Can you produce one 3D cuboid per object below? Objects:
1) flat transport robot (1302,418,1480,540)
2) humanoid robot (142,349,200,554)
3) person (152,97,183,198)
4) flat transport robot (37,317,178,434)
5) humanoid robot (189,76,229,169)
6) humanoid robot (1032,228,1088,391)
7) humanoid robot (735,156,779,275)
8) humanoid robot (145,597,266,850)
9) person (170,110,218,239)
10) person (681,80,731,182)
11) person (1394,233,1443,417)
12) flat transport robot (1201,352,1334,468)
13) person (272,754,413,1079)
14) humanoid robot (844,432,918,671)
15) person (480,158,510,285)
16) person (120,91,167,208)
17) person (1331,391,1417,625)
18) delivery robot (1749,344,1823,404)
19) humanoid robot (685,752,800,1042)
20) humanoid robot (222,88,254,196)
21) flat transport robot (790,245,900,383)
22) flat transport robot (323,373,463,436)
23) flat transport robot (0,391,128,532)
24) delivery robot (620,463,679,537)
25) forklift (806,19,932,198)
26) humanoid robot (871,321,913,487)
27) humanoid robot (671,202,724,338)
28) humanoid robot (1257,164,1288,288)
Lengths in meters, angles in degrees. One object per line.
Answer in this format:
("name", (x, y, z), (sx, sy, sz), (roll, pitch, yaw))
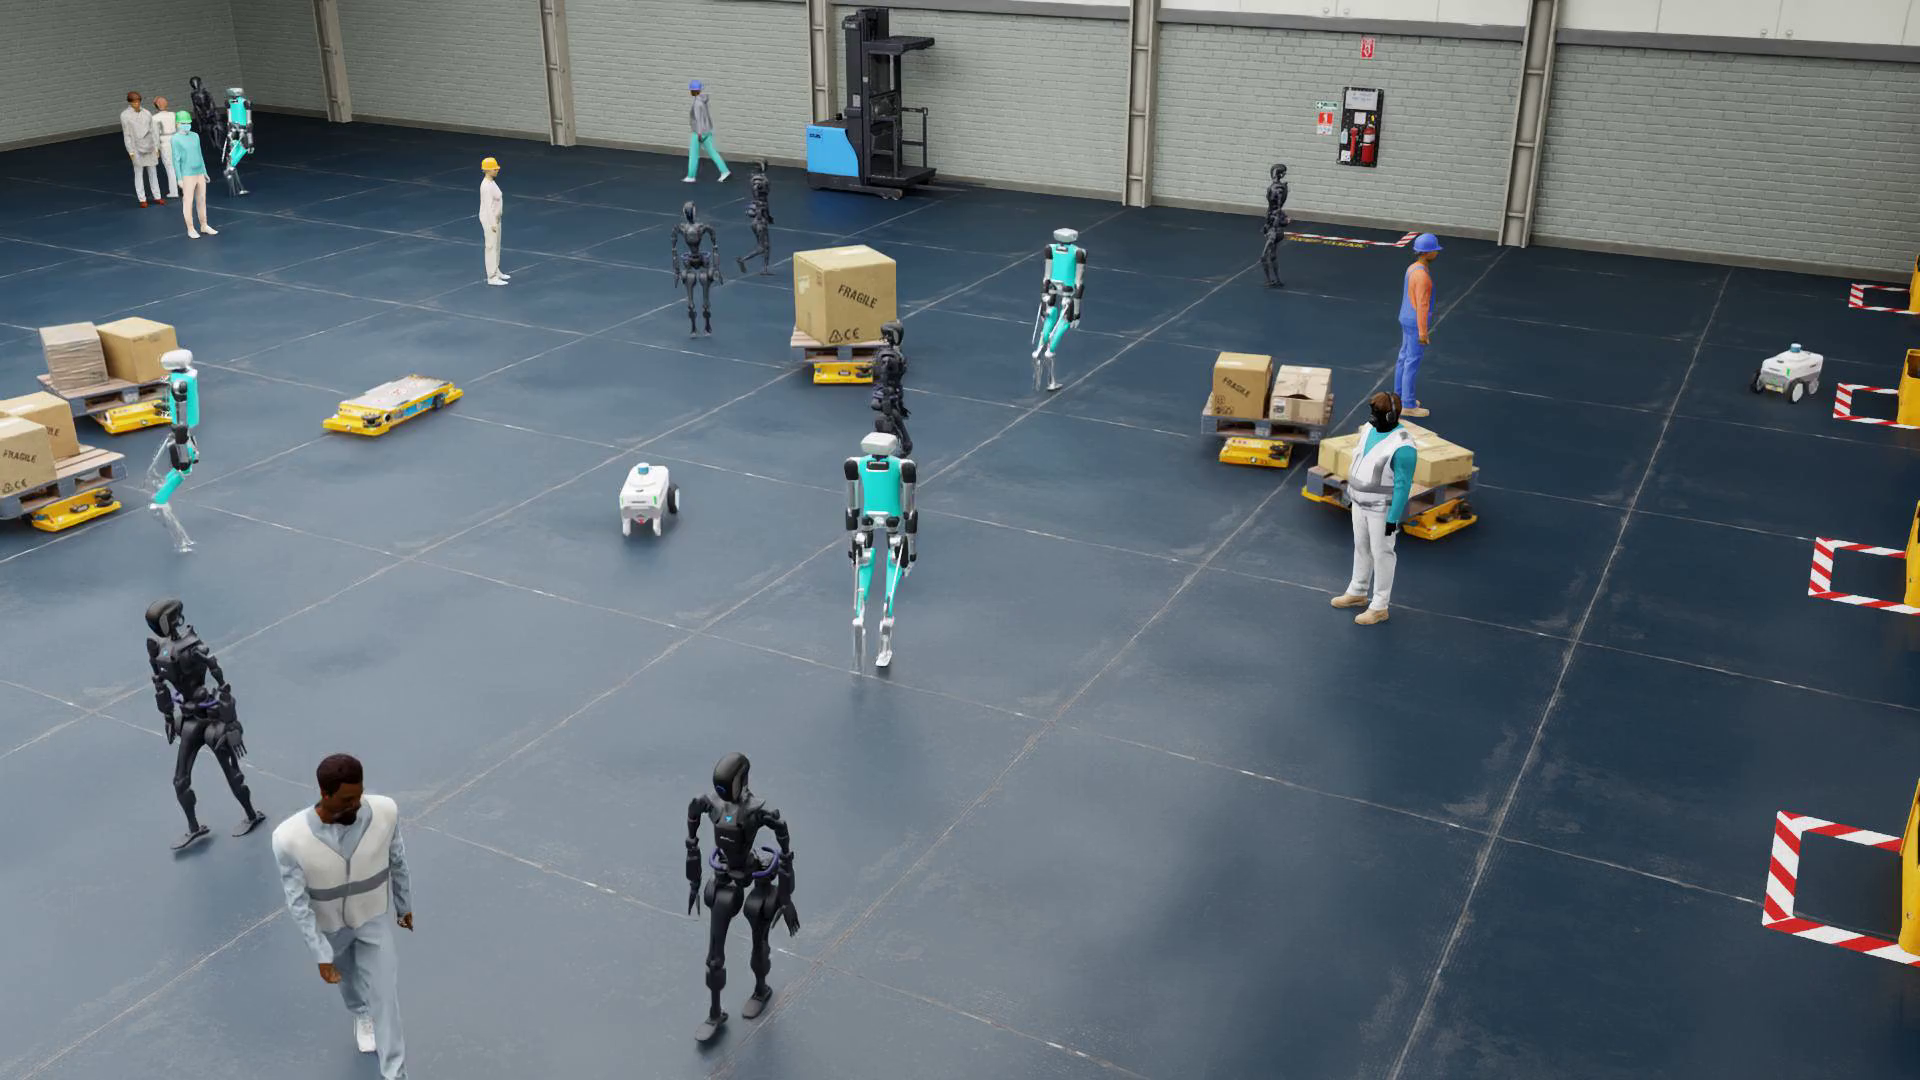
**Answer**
("flat transport robot", (3.863, -0.357, 14.994), (0.659, 0.231, 1.431), (-19, 30, -37))
("humanoid robot", (-6.657, -0.698, 13.960), (0.692, 1.810, 0.539), (-6, 24, -14))
("person", (-13.111, -6.516, 27.594), (0.308, 1.638, 0.522), (14, 27, 29))
("flat transport robot", (-8.852, -1.436, 17.505), (0.659, 0.231, 1.431), (-20, 30, -39))
("humanoid robot", (-13.413, -7.486, 29.817), (0.616, 1.627, 0.462), (10, 25, 22))
("humanoid robot", (0.985, -2.378, 17.983), (0.544, 1.880, 0.763), (18, 29, 36))
("humanoid robot", (-2.788, -4.419, 22.674), (0.491, 1.644, 0.589), (2, 23, 5))
("humanoid robot", (-4.514, 1.078, 9.890), (0.612, 1.635, 0.554), (9, 25, 20))
("person", (-11.482, -5.472, 24.869), (0.357, 1.871, 0.529), (12, 26, 25))
("person", (-4.405, -7.037, 28.677), (0.847, 1.741, 0.546), (6, 24, 13))
("person", (4.756, -2.241, 17.304), (0.363, 1.910, 0.512), (0, 23, -1))
("flat transport robot", (3.065, -1.061, 16.633), (0.659, 0.231, 1.431), (6, 24, 14))
("person", (-2.877, 1.824, 7.912), (0.571, 1.842, 1.046), (-11, 26, -25))
("humanoid robot", (-0.604, 0.221, 11.939), (0.540, 1.897, 0.726), (4, 24, 10))
("person", (-6.266, -4.284, 22.341), (0.339, 1.689, 0.462), (-3, 23, -7))
("person", (-13.218, -6.318, 26.897), (0.365, 1.829, 0.502), (20, 30, 39))
("person", (3.184, -0.257, 12.770), (0.429, 1.844, 0.623), (-8, 25, -18))
("delivery robot", (9.002, -1.813, 18.042), (0.814, 0.611, 0.499), (-16, 28, -32))
("humanoid robot", (-1.098, 1.751, 8.320), (0.612, 1.639, 0.532), (6, 24, 13))
("humanoid robot", (-12.047, -6.520, 27.572), (0.543, 1.834, 0.774), (10, 25, 22))
("flat transport robot", (-1.290, -2.081, 19.007), (0.659, 0.231, 1.431), (-1, 23, -1))
("flat transport robot", (-5.945, -1.429, 17.488), (0.659, 0.231, 1.431), (9, 25, 20))
("flat transport robot", (-8.362, -0.380, 15.047), (1.431, 0.231, 0.659), (13, 26, 27))
("delivery robot", (-2.780, -0.391, 14.723), (0.499, 0.605, 0.781), (-1, 23, -1))
("forklift", (-1.573, -7.292, 27.850), (1.873, 2.768, 1.129), (12, 26, 25))
("humanoid robot", (-0.635, -1.190, 15.148), (0.368, 1.644, 0.589), (4, 24, 9))
("humanoid robot", (-3.137, -3.240, 19.925), (0.595, 1.642, 0.316), (-2, 23, -5))
("humanoid robot", (4.178, -4.176, 22.101), (0.401, 1.643, 0.587), (-1, 23, -2))
